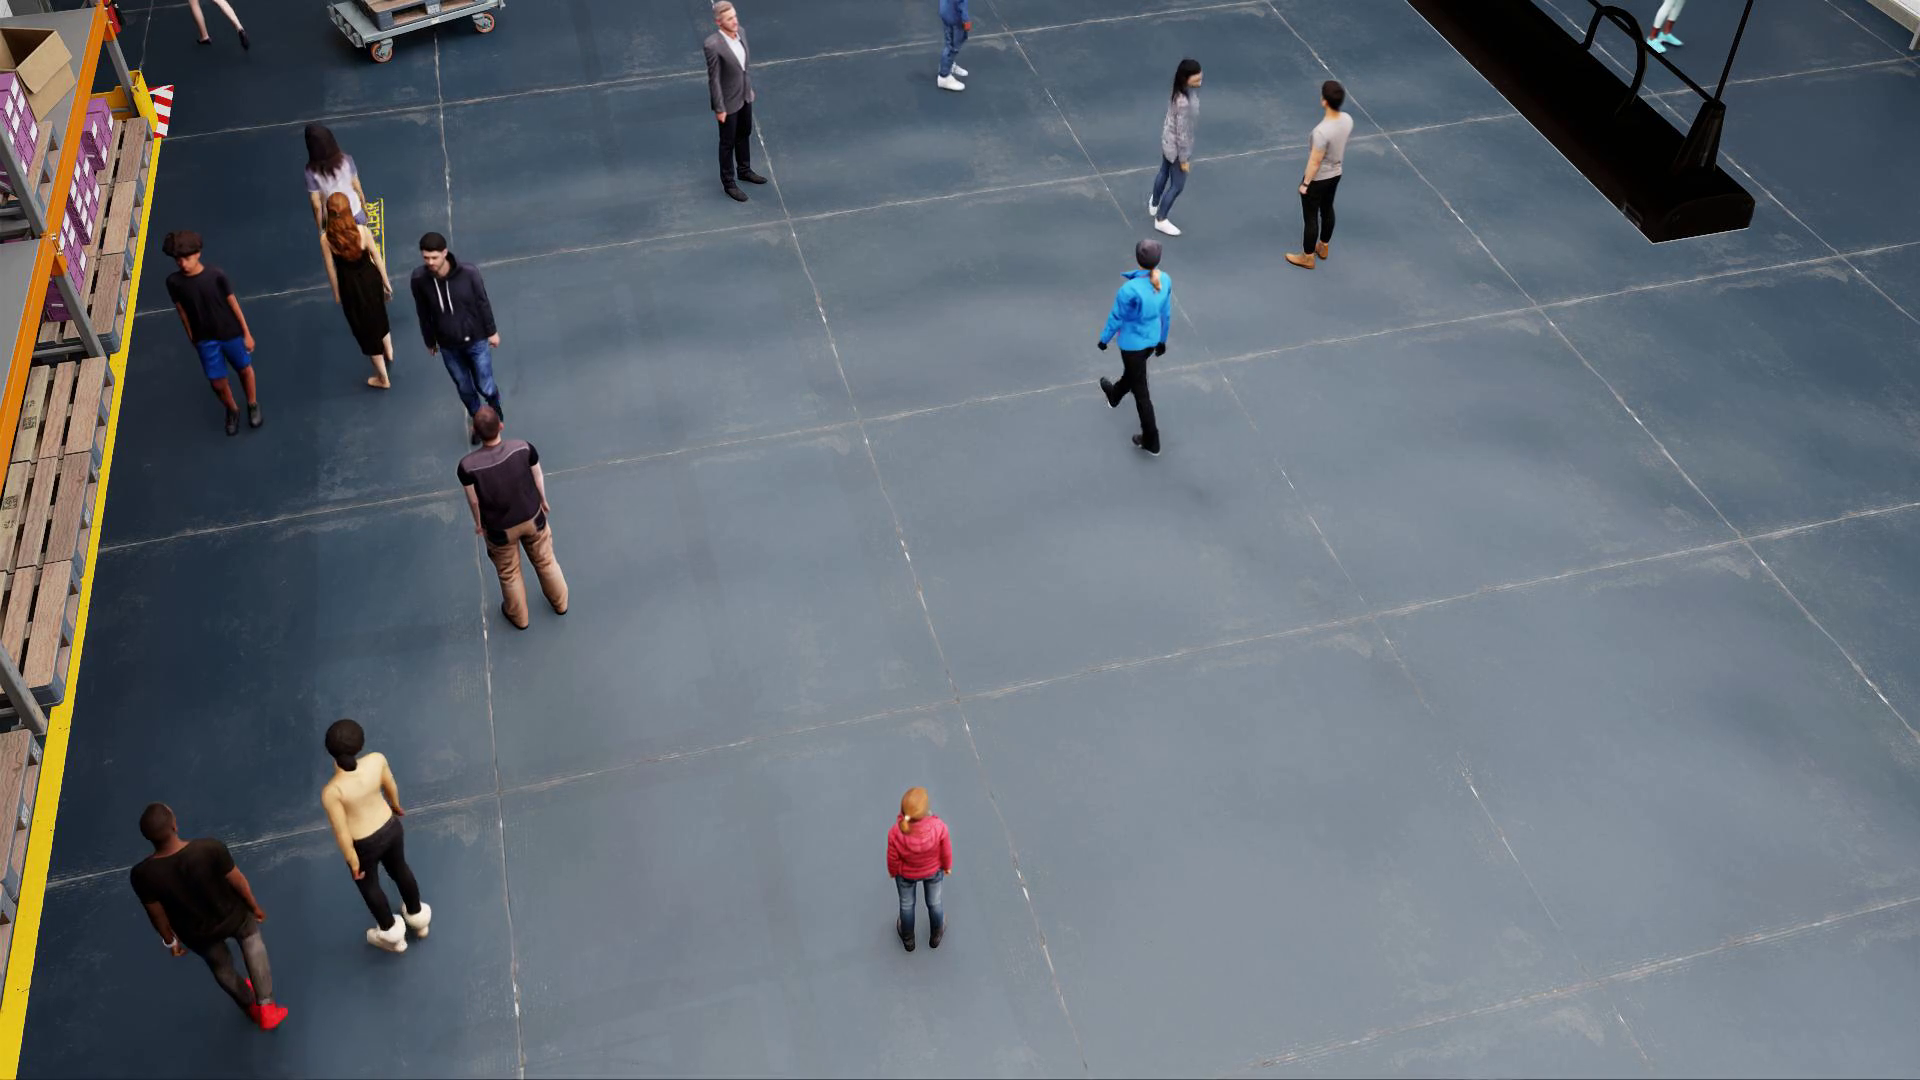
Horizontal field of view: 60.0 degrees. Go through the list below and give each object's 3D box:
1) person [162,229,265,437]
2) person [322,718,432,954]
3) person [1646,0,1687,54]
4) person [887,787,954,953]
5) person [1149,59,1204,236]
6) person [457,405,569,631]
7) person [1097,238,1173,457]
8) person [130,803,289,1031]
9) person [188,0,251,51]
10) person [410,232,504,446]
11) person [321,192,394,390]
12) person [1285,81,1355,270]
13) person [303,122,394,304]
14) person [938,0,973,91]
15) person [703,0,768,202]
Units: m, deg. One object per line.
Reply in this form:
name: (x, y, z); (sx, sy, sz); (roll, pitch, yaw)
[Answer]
person: (-5.608, -1.632, 12.590); (0.629, 1.782, 0.616); (-14, 45, -14)
person: (-3.231, 1.684, 9.224); (0.807, 1.623, 0.771); (18, 47, 18)
person: (7.445, -5.869, 17.083); (0.646, 1.719, 0.648); (-30, 51, -28)
person: (-0.227, 1.842, 9.280); (0.547, 1.316, 0.534); (-4, 44, -4)
person: (1.877, -3.486, 14.594); (0.959, 1.701, 0.614); (-8, 44, -9)
person: (-2.961, -0.155, 10.995); (0.733, 1.842, 0.670); (-20, 47, -20)
person: (1.379, -1.384, 12.345); (0.848, 1.762, 1.187); (-23, 48, -23)
person: (-3.913, 2.060, 8.706); (0.741, 1.794, 0.816); (-19, 47, -19)
person: (-7.750, -5.808, 16.955); (1.125, 1.808, 1.005); (27, 50, 25)
person: (-3.704, -1.563, 12.450); (0.765, 1.875, 0.752); (-1, 44, -2)
person: (-4.680, -1.926, 13.036); (0.726, 1.591, 0.899); (-28, 50, -26)
person: (3.102, -3.117, 14.199); (0.680, 1.712, 0.667); (-30, 51, -28)
person: (-5.017, -2.623, 13.672); (0.948, 1.723, 0.835); (32, 52, 29)
person: (-0.084, -5.277, 16.416); (0.875, 1.781, 0.697); (-8, 44, -9)
person: (-2.053, -4.008, 15.040); (0.863, 1.842, 0.791); (20, 47, 20)
